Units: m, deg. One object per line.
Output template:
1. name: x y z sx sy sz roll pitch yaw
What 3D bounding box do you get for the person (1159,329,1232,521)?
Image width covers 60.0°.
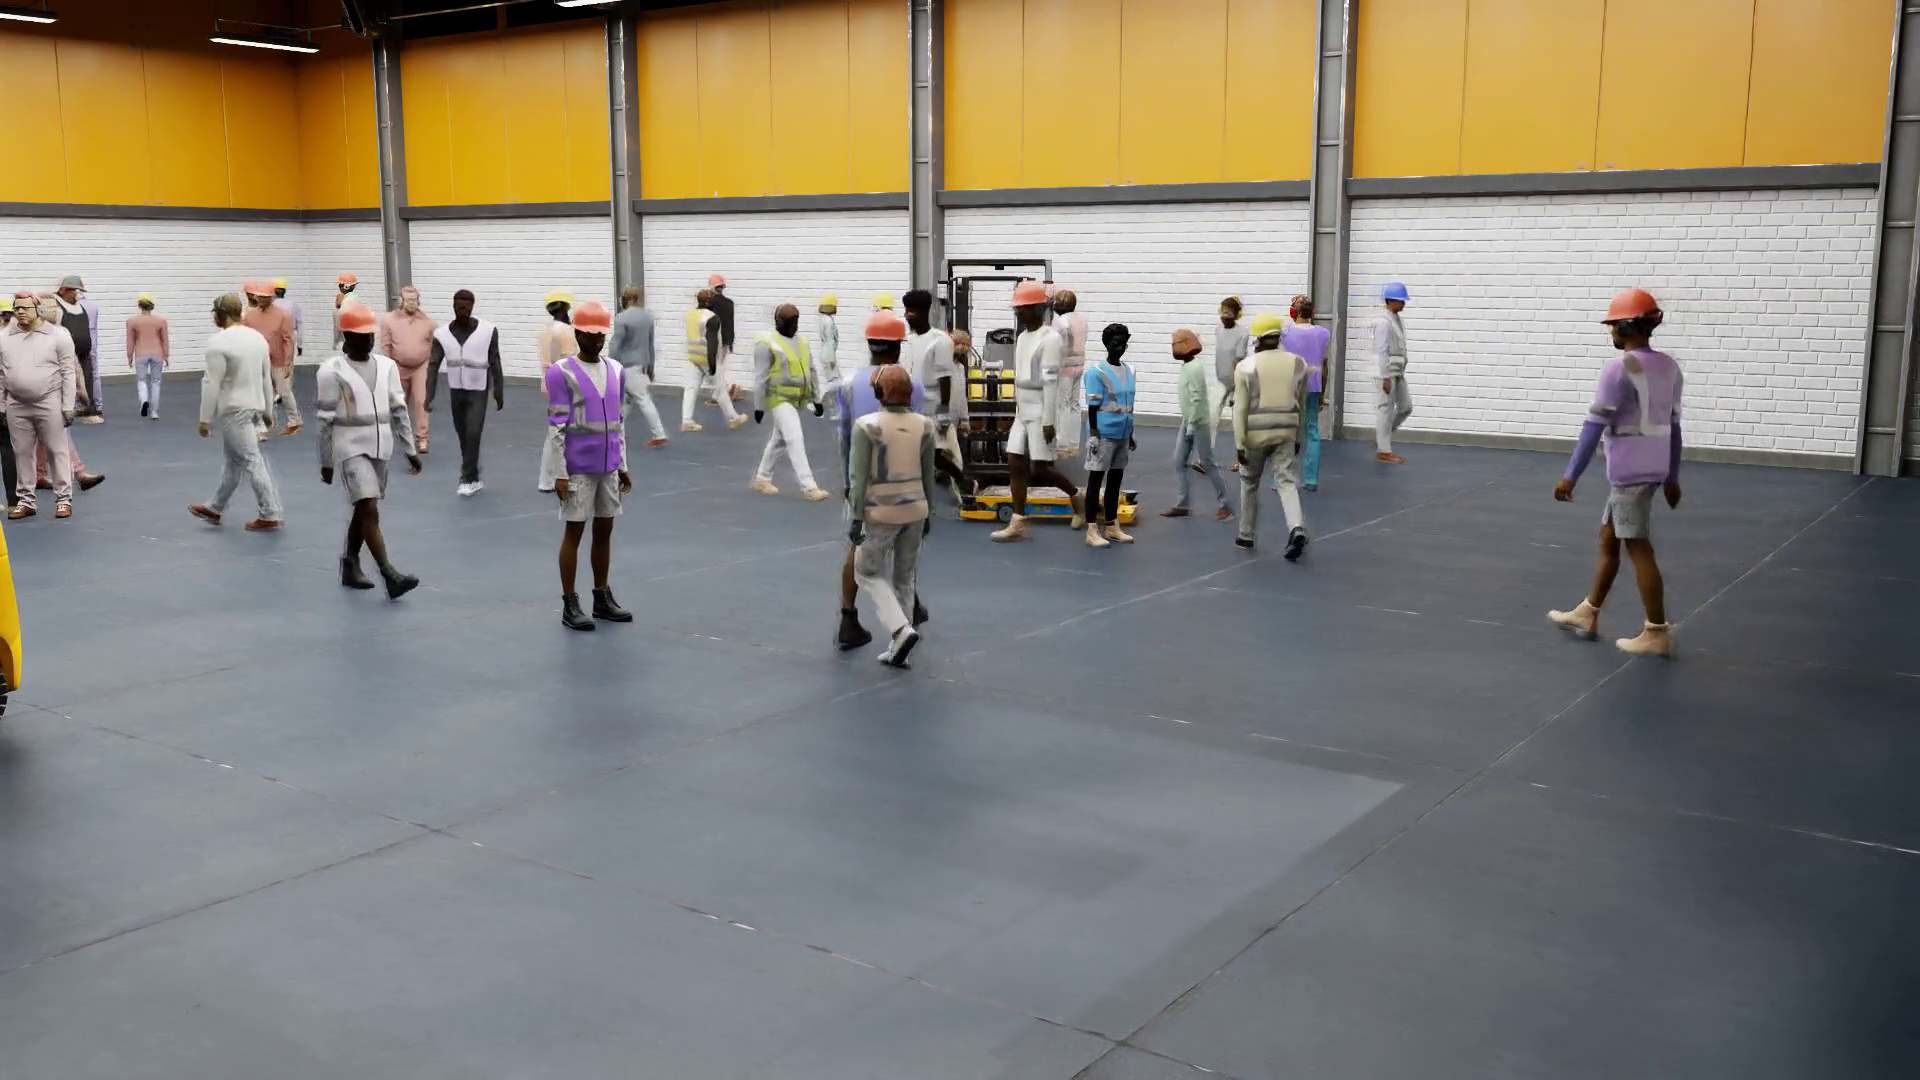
1. person: 2.018 -0.960 13.921 0.600 1.596 0.516 -1 10 -7

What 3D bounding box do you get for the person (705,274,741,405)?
1. person: -3.540 -2.967 24.739 0.741 1.974 0.621 7 12 35

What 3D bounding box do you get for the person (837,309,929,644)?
1. person: -0.460 -0.365 9.506 0.560 1.892 0.983 4 10 21

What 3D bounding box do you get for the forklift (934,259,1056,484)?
1. forklift: 0.370 -1.738 16.759 1.214 2.155 2.313 1 10 3

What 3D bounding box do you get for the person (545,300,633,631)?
1. person: -2.160 -0.444 9.821 0.376 1.934 0.548 8 12 39

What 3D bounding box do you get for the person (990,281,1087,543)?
1. person: 0.643 -0.980 12.775 0.796 2.011 0.624 -5 11 -26

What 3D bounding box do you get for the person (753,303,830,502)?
1. person: -1.584 -1.262 15.165 0.988 1.785 0.642 6 11 33

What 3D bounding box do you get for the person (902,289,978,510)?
1. person: -0.198 -1.096 13.687 0.653 1.941 0.630 -8 12 -39

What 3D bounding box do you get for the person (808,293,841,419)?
1. person: -1.773 -2.478 22.533 0.557 1.732 0.501 -3 10 -17

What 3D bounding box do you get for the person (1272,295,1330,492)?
1. person: 3.175 -1.352 15.492 0.566 1.846 0.389 -4 10 -22

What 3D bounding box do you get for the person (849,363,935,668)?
1. person: -0.323 -0.108 8.715 0.539 1.623 0.430 -7 12 -35

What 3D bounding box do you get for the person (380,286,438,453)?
1. person: -6.258 -1.949 18.948 0.640 1.882 0.831 -3 10 -18

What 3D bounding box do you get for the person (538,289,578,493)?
1. person: -3.697 -1.343 15.316 0.392 1.892 0.645 -6 11 -33

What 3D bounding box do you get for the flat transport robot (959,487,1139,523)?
1. flat transport robot: 0.755 -0.305 13.940 1.431 0.197 0.652 2 10 11

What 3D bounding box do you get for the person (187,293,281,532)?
1. person: -5.878 -1.007 13.277 0.957 1.896 0.656 2 10 10

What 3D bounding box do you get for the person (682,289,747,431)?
1. person: -3.198 -2.294 21.251 0.945 1.789 0.654 -9 13 -44

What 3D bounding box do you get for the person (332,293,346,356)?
1. person: -10.158 -3.268 27.536 0.278 1.633 0.498 6 11 33

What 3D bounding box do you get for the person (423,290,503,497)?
1. person: -4.543 -1.336 15.253 0.642 1.887 0.773 1 10 6

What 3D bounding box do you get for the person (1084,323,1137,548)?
1. person: 1.146 -0.796 12.619 0.535 1.699 0.321 -9 13 -44

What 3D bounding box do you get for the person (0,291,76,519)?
1. person: -7.764 -1.125 13.961 0.643 1.909 0.410 -2 10 -9

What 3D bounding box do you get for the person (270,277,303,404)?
1. person: -10.124 -2.950 24.816 0.614 1.909 0.431 -7 12 -34

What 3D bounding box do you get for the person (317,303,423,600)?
1. person: -3.784 -0.570 10.713 0.997 1.881 0.552 7 12 34

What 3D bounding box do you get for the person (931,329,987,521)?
1. person: -0.106 -0.970 13.970 0.775 1.590 0.570 3 10 19

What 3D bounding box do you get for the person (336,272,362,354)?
1. person: -9.129 -3.015 24.948 0.375 1.997 0.612 -1 10 -6

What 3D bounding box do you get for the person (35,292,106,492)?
1. person: -8.413 -1.372 15.554 0.960 1.855 0.673 2 10 12

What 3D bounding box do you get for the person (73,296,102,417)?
1. person: -12.261 -2.662 23.140 0.400 1.901 0.643 2 10 10

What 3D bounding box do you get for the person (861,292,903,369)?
1. person: -0.801 -1.929 19.086 0.809 1.798 0.600 4 10 24

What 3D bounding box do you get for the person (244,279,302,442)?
1. person: -8.348 -2.185 20.191 0.614 1.952 0.944 0 10 -1

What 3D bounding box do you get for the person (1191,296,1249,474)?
1. person: 2.673 -1.554 16.828 0.956 1.801 0.591 -7 12 -36

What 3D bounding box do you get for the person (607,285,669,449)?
1. person: -3.783 -1.993 19.199 1.030 1.887 0.645 4 10 20

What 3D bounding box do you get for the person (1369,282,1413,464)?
1. person: 4.586 -1.769 17.706 0.433 1.935 0.649 6 11 33

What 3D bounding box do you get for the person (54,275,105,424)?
1. person: -11.900 -2.561 22.114 1.019 2.000 0.691 4 10 25

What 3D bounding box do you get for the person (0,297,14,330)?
1. person: -11.260 -2.000 19.691 0.526 1.733 0.515 -7 12 -35

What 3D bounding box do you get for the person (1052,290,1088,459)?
1. person: 1.141 -1.809 18.223 0.429 1.846 0.626 6 11 31

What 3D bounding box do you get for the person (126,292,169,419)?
1. person: -11.054 -2.499 22.662 0.527 1.744 0.495 -5 11 -25

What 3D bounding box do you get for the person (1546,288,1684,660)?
1. person: 3.610 -0.380 9.213 0.628 1.999 0.942 -8 12 -39

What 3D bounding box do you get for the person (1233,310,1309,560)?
1. person: 2.276 -0.767 12.131 0.582 1.809 0.831 -1 10 -9

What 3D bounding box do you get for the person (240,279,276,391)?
1. person: -9.249 -2.472 21.929 0.576 1.924 0.417 -9 13 -43

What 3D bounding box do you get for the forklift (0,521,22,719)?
1. forklift: -5.296 -0.090 6.943 1.214 2.155 2.313 7 12 35

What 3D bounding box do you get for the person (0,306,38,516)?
1. person: -8.186 -1.118 14.107 0.517 1.842 0.326 1 10 3
